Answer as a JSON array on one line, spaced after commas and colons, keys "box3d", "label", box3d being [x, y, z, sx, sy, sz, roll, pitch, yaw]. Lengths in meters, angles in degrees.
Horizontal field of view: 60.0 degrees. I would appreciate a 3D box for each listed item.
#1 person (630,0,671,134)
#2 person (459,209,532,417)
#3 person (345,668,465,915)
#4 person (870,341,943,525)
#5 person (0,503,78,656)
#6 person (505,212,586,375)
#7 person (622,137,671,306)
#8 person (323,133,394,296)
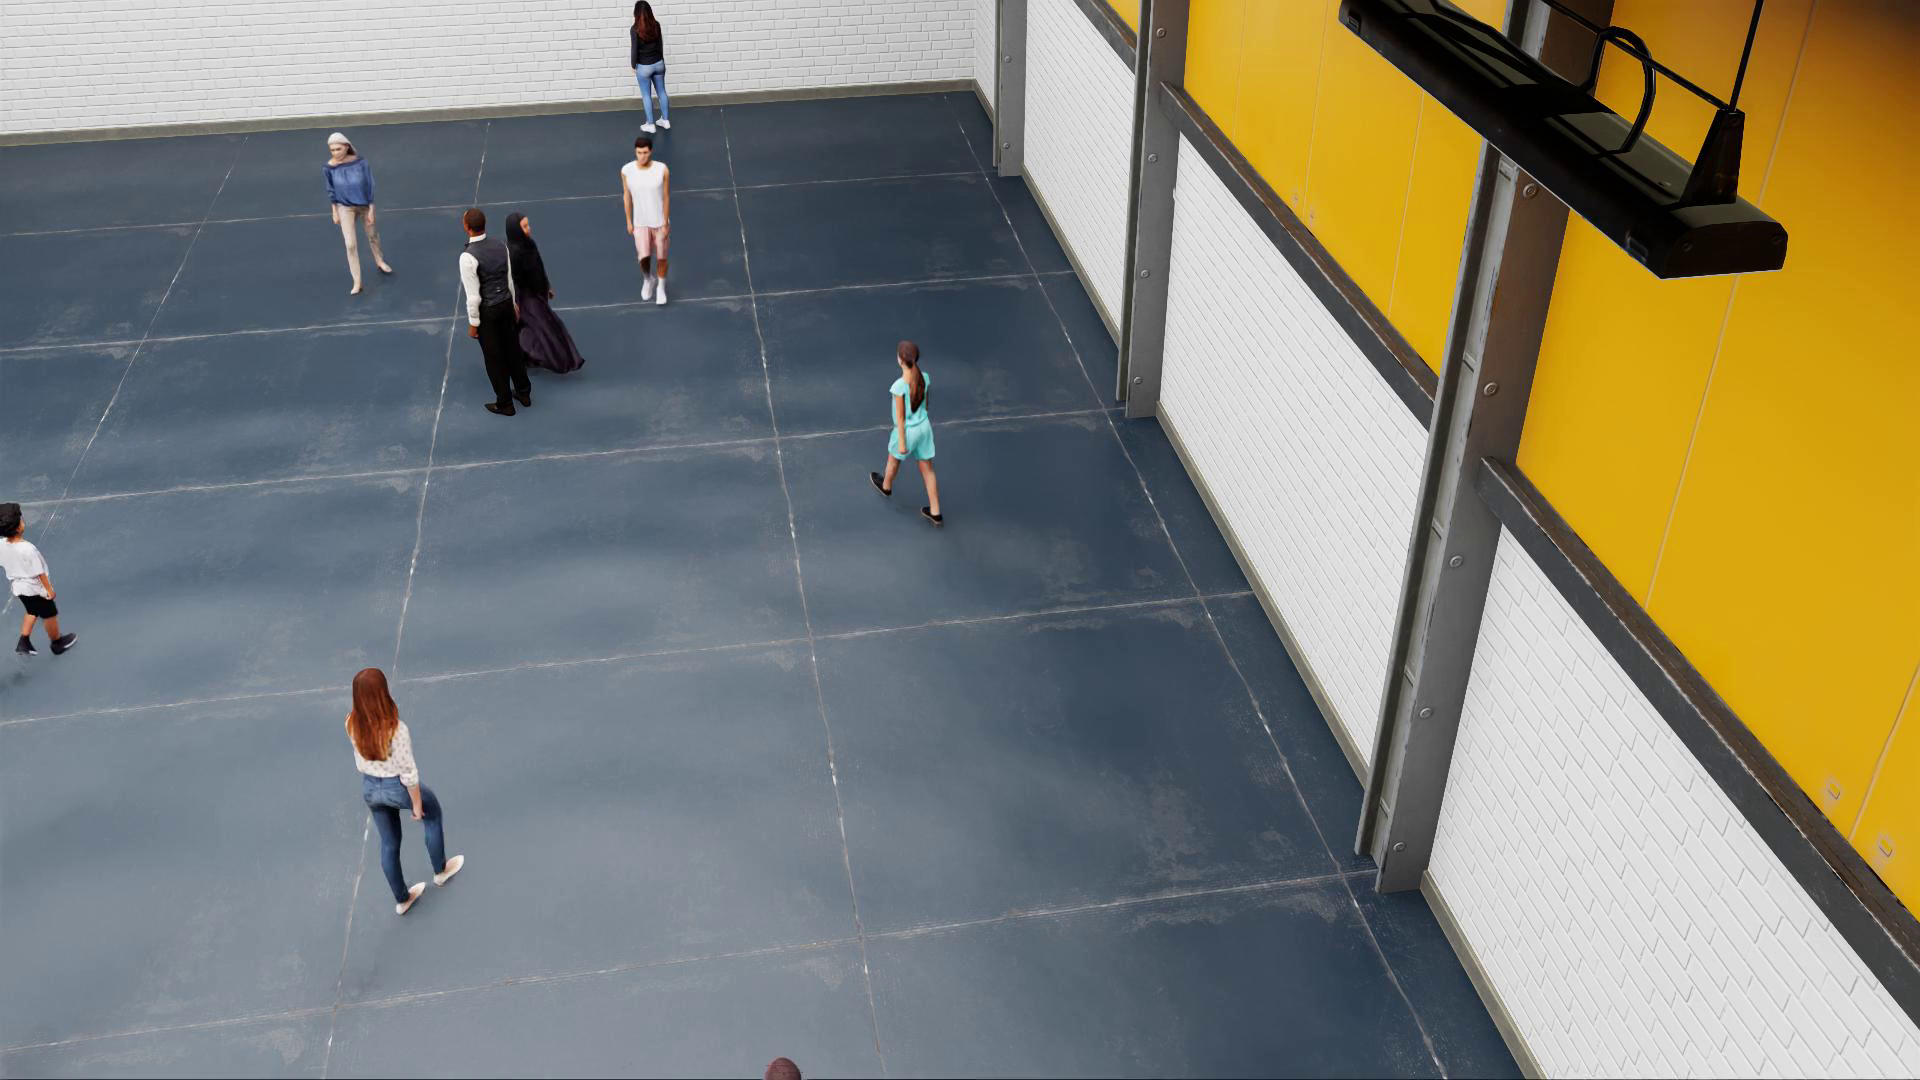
[{"box3d": [-3.902, -5.973, 20.944, 0.710, 1.630, 0.724, -26, 41, -33], "label": "person"}, {"box3d": [-4.139, -2.019, 14.737, 0.833, 1.916, 0.769, 21, 39, 28], "label": "person"}, {"box3d": [-3.331, 1.504, 9.621, 0.732, 1.713, 0.840, 7, 34, 10], "label": "person"}, {"box3d": [-0.332, -0.819, 13.299, 0.863, 1.509, 1.117, -23, 40, -30], "label": "person"}, {"box3d": [-6.639, 0.333, 11.799, 0.651, 1.252, 0.750, 11, 35, 16], "label": "person"}, {"box3d": [-4.072, -2.288, 15.432, 0.961, 1.595, 1.145, 6, 34, 9], "label": "person"}, {"box3d": [-3.086, -3.243, 16.708, 0.651, 1.772, 0.679, -2, 34, -3], "label": "person"}, {"box3d": [-6.172, -3.400, 17.063, 0.726, 1.640, 1.055, -15, 36, -21], "label": "person"}]
